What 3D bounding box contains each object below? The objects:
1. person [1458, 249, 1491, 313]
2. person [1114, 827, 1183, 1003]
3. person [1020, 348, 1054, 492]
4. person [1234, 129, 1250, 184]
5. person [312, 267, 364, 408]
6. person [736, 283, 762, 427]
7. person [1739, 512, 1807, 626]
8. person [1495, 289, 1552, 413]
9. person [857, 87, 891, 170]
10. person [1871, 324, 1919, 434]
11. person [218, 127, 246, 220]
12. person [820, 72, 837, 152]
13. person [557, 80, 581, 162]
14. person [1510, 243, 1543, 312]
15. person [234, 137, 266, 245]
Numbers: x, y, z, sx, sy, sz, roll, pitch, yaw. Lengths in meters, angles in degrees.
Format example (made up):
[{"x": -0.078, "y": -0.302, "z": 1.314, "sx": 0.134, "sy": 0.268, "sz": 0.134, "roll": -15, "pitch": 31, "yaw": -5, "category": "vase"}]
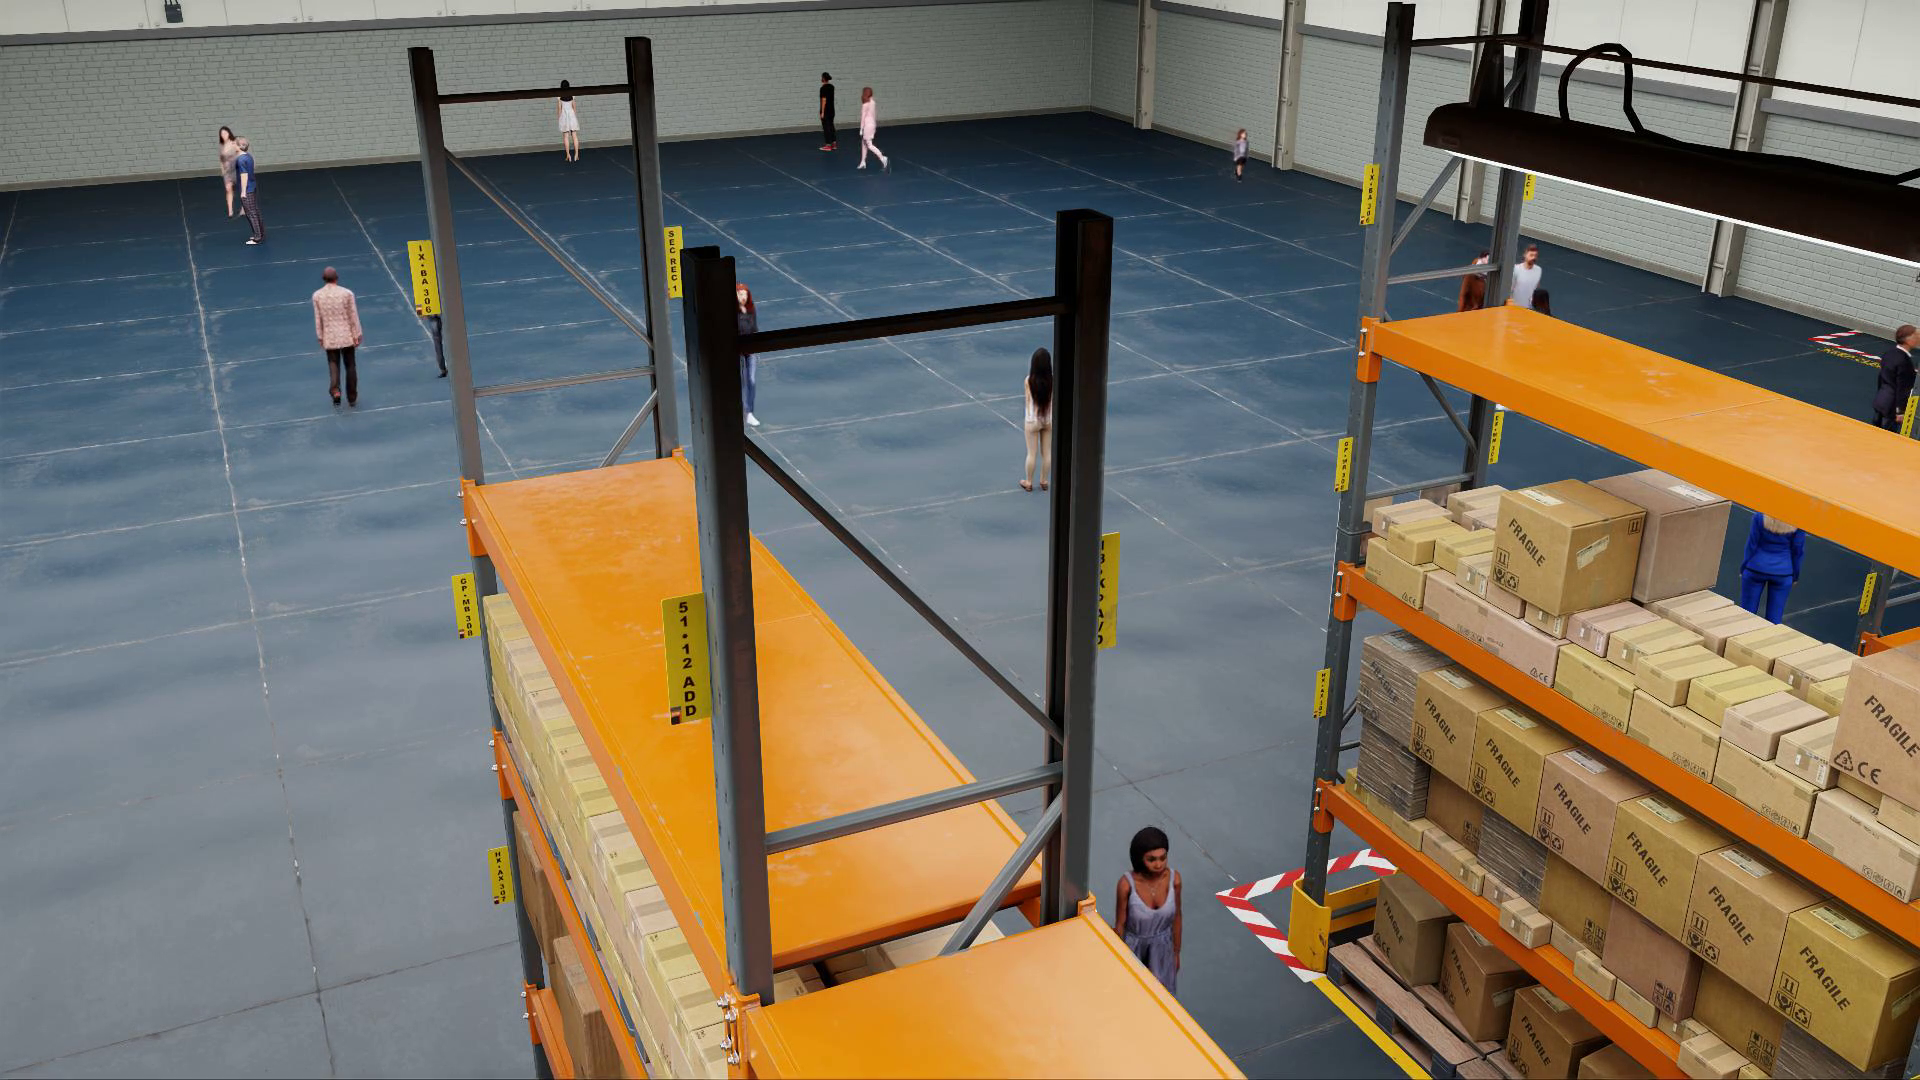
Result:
[{"x": 6.809, "y": -2.979, "z": 22.132, "sx": 0.723, "sy": 1.784, "sz": 1.128, "roll": -12, "pitch": 26, "yaw": -26, "category": "person"}, {"x": 1.057, "y": 2.376, "z": 9.677, "sx": 0.674, "sy": 1.677, "sz": 0.759, "roll": -4, "pitch": 23, "yaw": -9, "category": "person"}, {"x": 0.896, "y": -1.319, "z": 18.395, "sx": 0.644, "sy": 1.654, "sz": 0.571, "roll": -10, "pitch": 25, "yaw": -23, "category": "person"}, {"x": 5.910, "y": -8.118, "z": 35.096, "sx": 0.496, "sy": 1.097, "sz": 0.698, "roll": -8, "pitch": 24, "yaw": -19, "category": "person"}, {"x": -7.875, "y": -2.541, "z": 21.093, "sx": 0.761, "sy": 1.791, "sz": 0.753, "roll": -4, "pitch": 23, "yaw": -10, "category": "person"}, {"x": -2.711, "y": -2.315, "z": 20.581, "sx": 0.663, "sy": 1.776, "sz": 0.958, "roll": -15, "pitch": 27, "yaw": -31, "category": "person"}, {"x": 7.056, "y": 0.307, "z": 14.513, "sx": 0.699, "sy": 1.701, "sz": 0.770, "roll": 10, "pitch": 25, "yaw": 21, "category": "person"}, {"x": 7.313, "y": -2.323, "z": 20.844, "sx": 1.160, "sy": 1.586, "sz": 1.135, "roll": 7, "pitch": 24, "yaw": 15, "category": "person"}, {"x": -1.902, "y": -8.863, "z": 35.982, "sx": 1.165, "sy": 1.774, "sz": 1.046, "roll": 11, "pitch": 25, "yaw": 23, "category": "person"}, {"x": 10.476, "y": -1.545, "z": 18.722, "sx": 0.839, "sy": 1.815, "sz": 0.715, "roll": 2, "pitch": 23, "yaw": 4, "category": "person"}, {"x": -13.805, "y": -6.996, "z": 31.667, "sx": 0.829, "sy": 1.716, "sz": 1.018, "roll": -2, "pitch": 23, "yaw": -4, "category": "person"}, {"x": -3.067, "y": -9.927, "z": 38.505, "sx": 0.734, "sy": 1.757, "sz": 0.707, "roll": 12, "pitch": 26, "yaw": 26, "category": "person"}, {"x": -8.771, "y": -9.390, "z": 37.222, "sx": 0.630, "sy": 1.774, "sz": 0.608, "roll": -10, "pitch": 25, "yaw": -23, "category": "person"}, {"x": 7.457, "y": -3.058, "z": 22.232, "sx": 0.773, "sy": 1.852, "sz": 0.928, "roll": -3, "pitch": 23, "yaw": -6, "category": "person"}, {"x": -12.717, "y": -6.250, "z": 29.712, "sx": 0.787, "sy": 1.872, "sz": 0.607, "roll": -2, "pitch": 23, "yaw": -5, "category": "person"}]
